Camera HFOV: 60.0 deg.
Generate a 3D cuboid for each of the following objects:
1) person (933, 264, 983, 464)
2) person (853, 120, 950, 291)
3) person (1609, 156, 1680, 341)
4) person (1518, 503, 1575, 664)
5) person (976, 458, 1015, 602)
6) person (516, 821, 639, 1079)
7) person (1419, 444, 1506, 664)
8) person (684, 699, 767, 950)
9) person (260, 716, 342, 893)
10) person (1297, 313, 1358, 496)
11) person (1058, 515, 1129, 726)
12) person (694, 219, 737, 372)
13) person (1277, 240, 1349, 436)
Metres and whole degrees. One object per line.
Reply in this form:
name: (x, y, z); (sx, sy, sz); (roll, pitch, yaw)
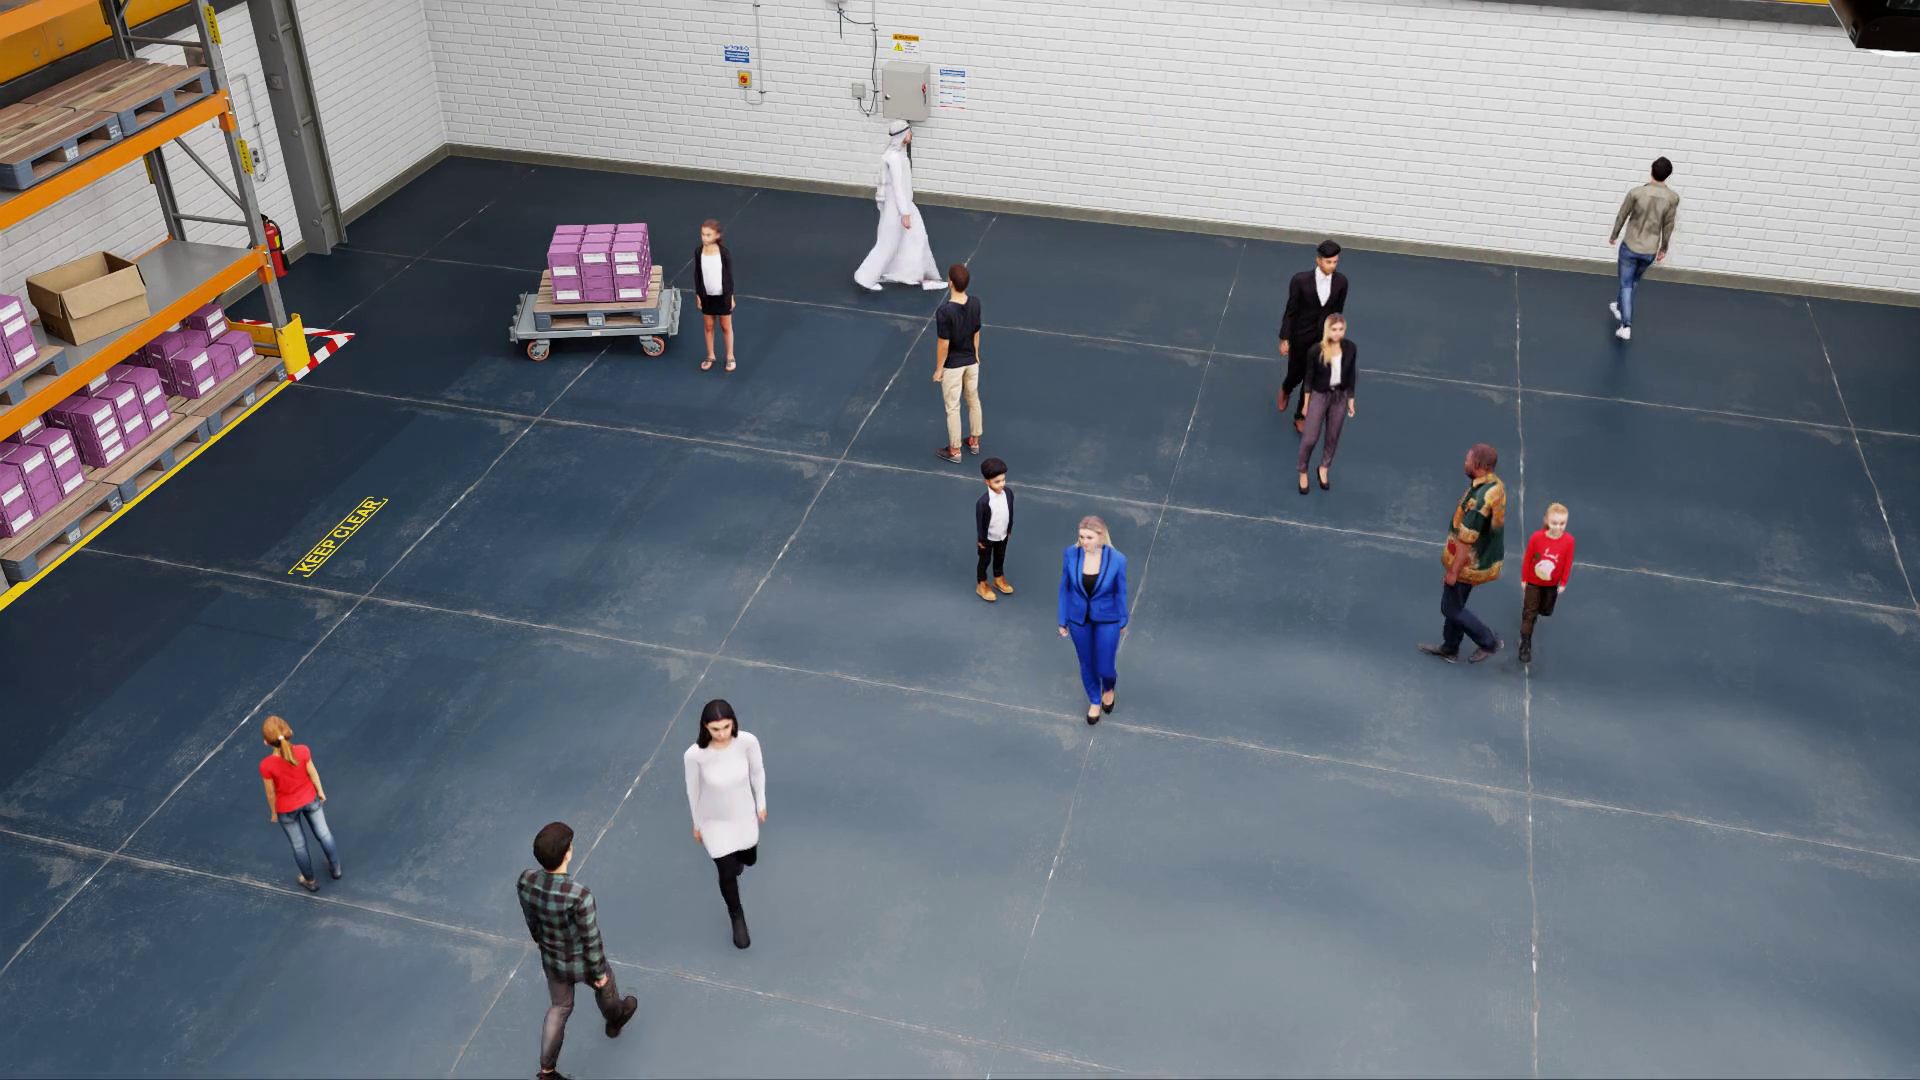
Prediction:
person: (-0.003, -1.551, 14.615); (0.672, 1.859, 0.768); (-24, 40, -31)
person: (-0.752, -3.461, 17.475); (0.890, 1.874, 1.247); (4, 34, 6)
person: (6.800, -2.884, 16.644); (0.854, 1.831, 1.197); (2, 34, 3)
person: (4.341, 0.271, 12.405); (0.540, 1.270, 0.789); (5, 34, 8)
person: (0.256, -0.099, 13.003); (0.574, 1.224, 0.637); (-19, 38, -26)
person: (-2.133, 2.273, 8.948); (0.751, 1.687, 1.089); (11, 35, 16)
person: (3.776, 0.155, 12.113); (0.850, 1.787, 0.841); (11, 35, 16)
person: (-1.396, 1.599, 9.941); (0.915, 1.787, 1.061); (-9, 35, -14)
person: (-4.110, 1.633, 10.320); (0.550, 1.309, 0.628); (-25, 41, -32)
person: (3.143, -1.189, 14.241); (0.670, 1.669, 0.654); (-5, 34, -8)
person: (0.953, 0.516, 11.663); (0.634, 1.684, 0.607); (8, 34, 12)
person: (-2.372, -2.394, 16.158); (0.567, 1.554, 0.573); (3, 34, 4)
person: (3.169, -1.885, 15.115); (0.871, 1.861, 0.944); (-1, 34, -2)
